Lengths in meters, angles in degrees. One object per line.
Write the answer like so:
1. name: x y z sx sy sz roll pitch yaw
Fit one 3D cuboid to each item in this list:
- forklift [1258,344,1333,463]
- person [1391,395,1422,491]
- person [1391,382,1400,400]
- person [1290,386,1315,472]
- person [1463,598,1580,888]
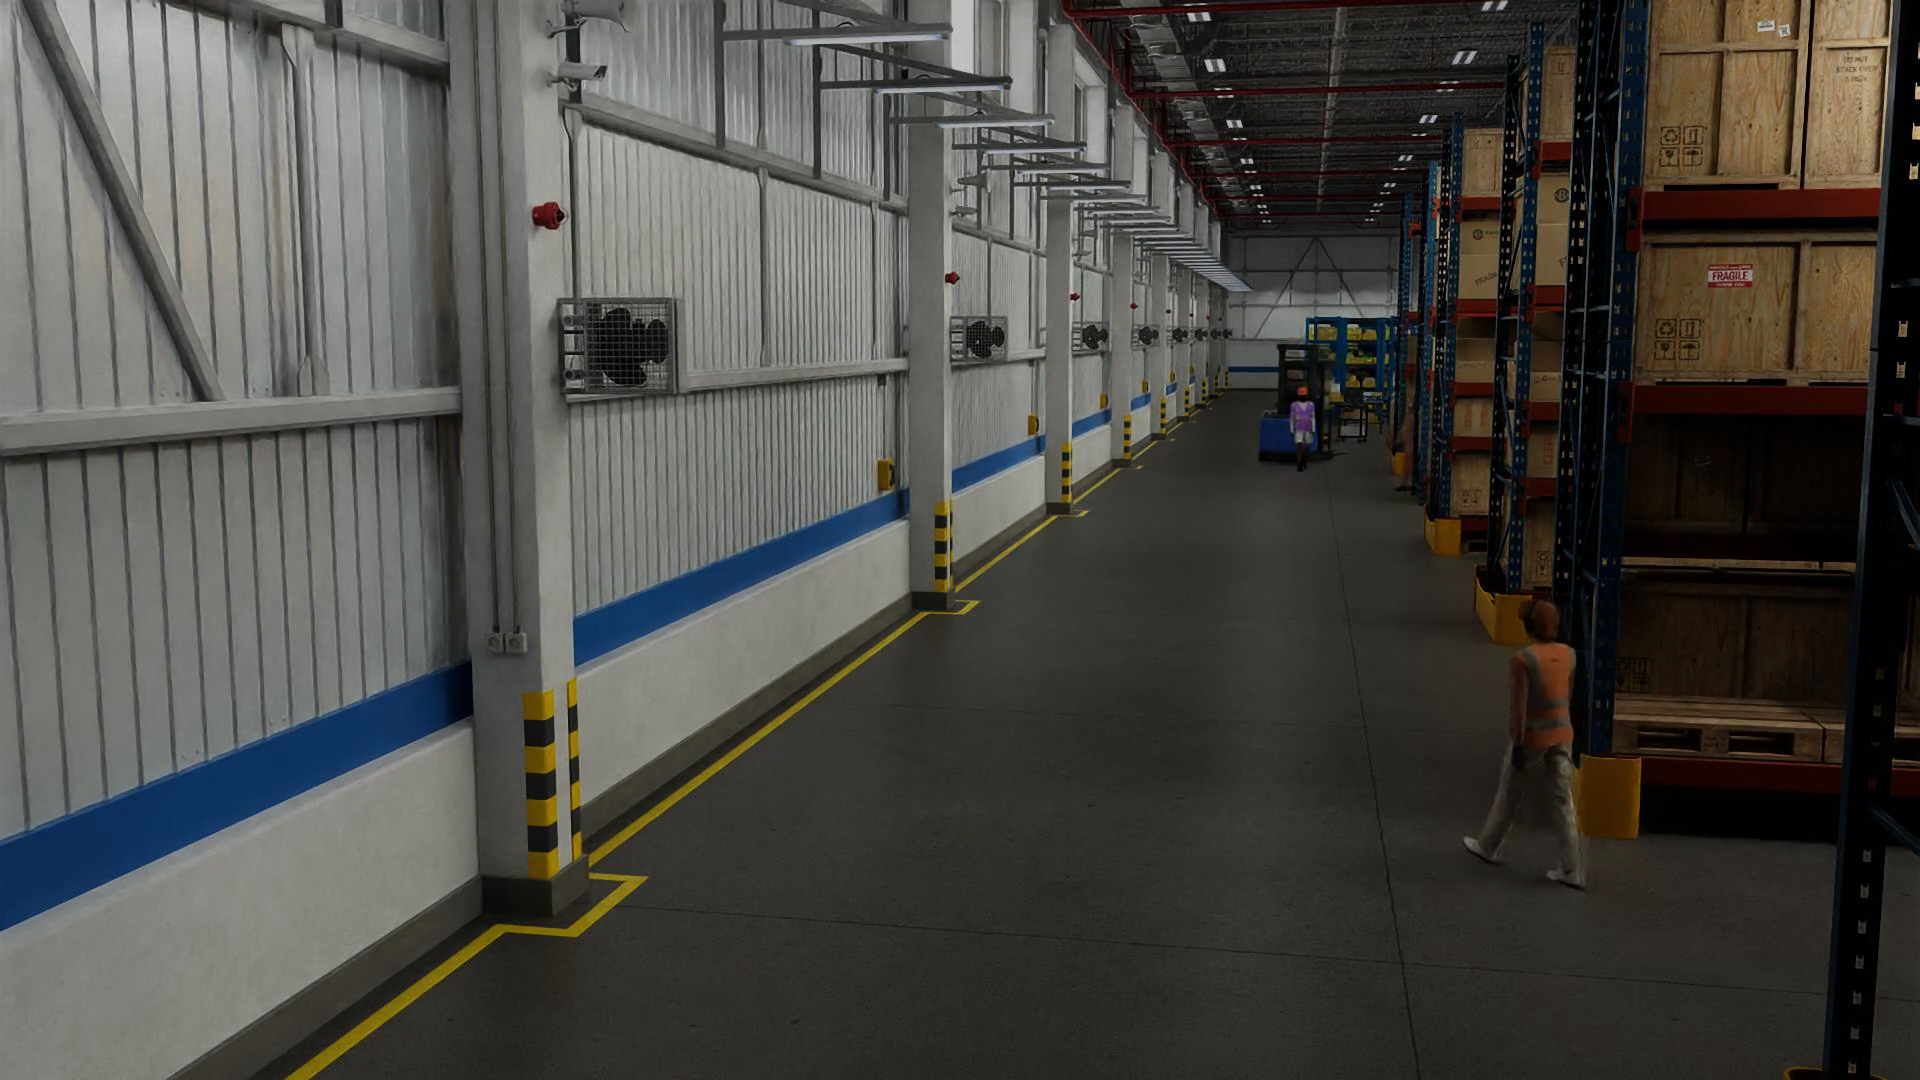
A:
1. forklift: 7.954 -3.245 39.368 1.129 2.768 1.873 5 9 36
2. person: 8.724 -1.869 32.291 0.746 1.878 0.692 0 7 -1
3. person: 12.329 -3.601 46.783 0.355 1.731 0.481 -4 8 -31
4. person: 7.623 -2.469 36.965 0.574 1.920 0.404 0 7 -1
5. person: 3.263 1.126 9.471 0.528 1.595 0.791 -3 8 -24
